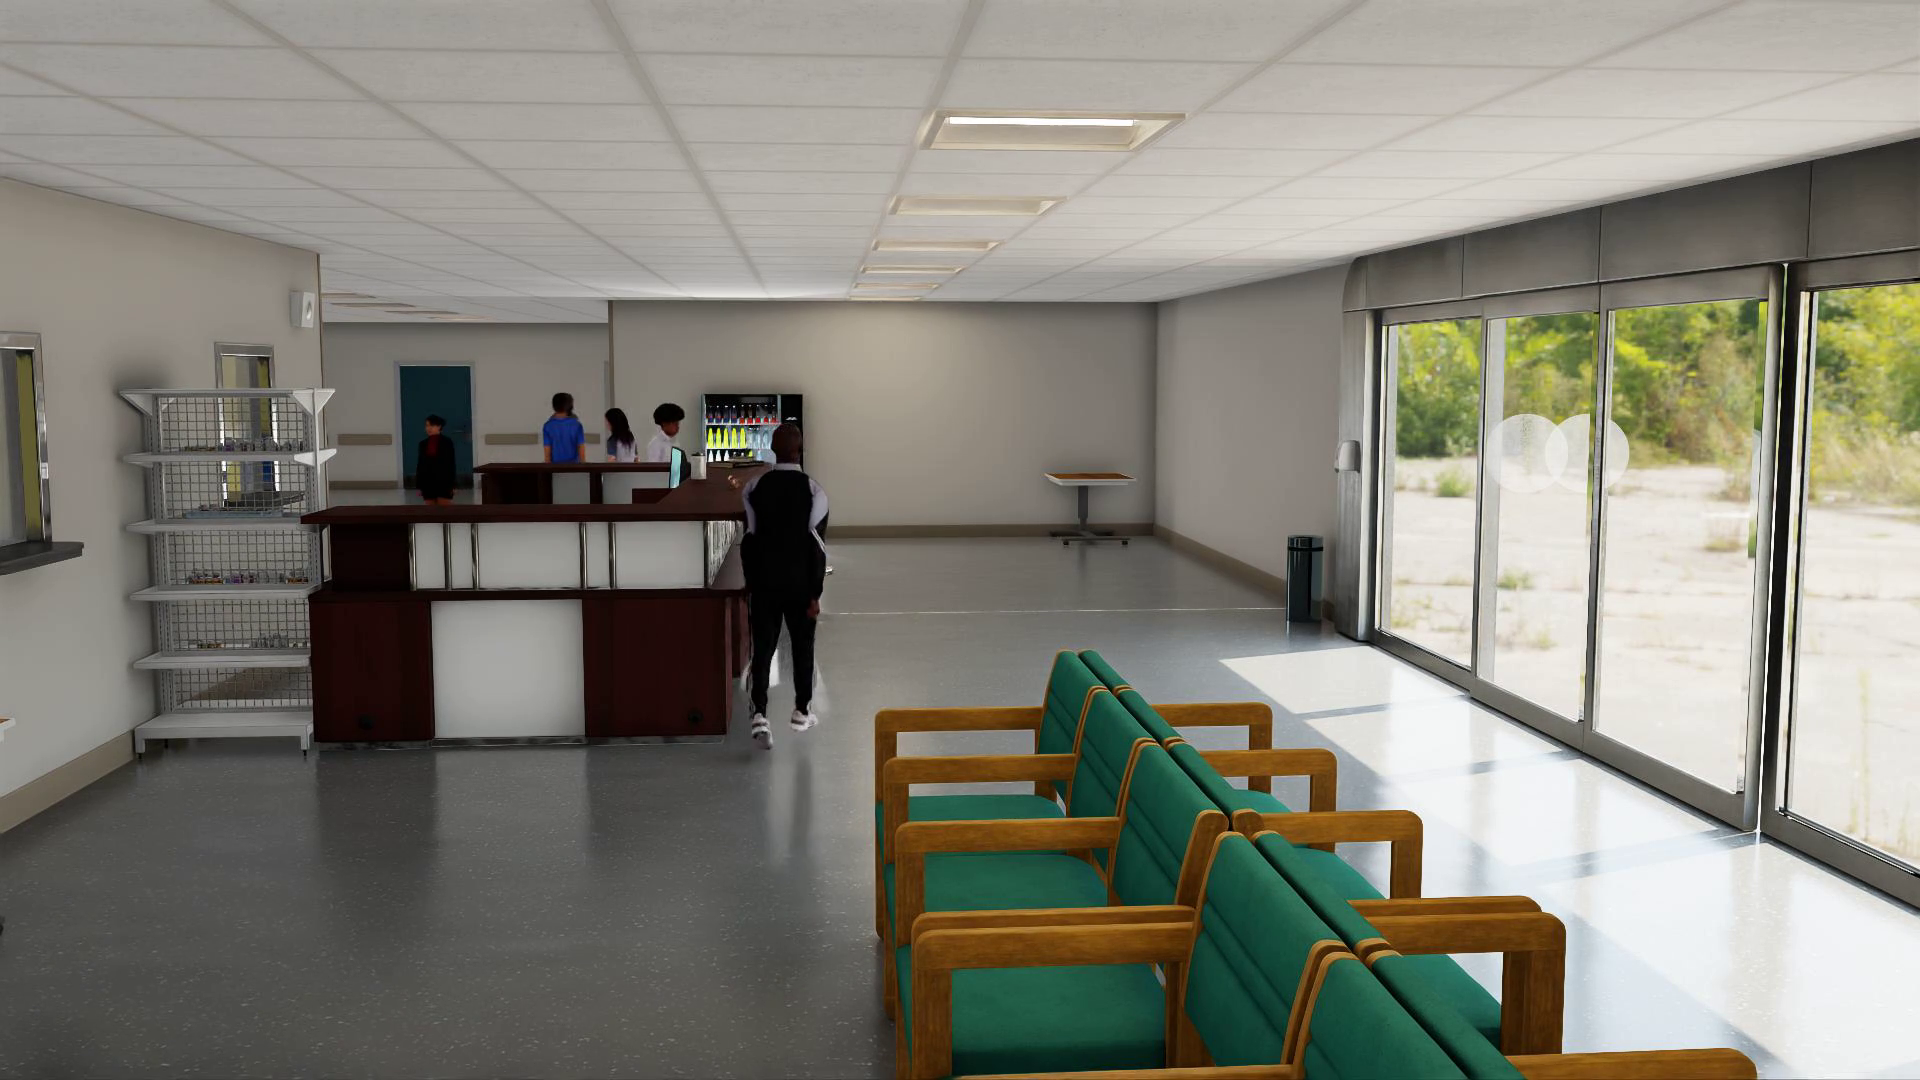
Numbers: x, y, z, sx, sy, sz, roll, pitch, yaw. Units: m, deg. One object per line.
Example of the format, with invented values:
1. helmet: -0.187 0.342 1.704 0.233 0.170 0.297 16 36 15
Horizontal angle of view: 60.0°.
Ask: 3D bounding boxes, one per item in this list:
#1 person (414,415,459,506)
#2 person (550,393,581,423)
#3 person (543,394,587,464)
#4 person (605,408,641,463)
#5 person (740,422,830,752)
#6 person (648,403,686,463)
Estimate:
1. person: -5.733 -0.562 18.324 0.578 1.633 0.698 0 6 3
2. person: -5.266 -1.050 22.172 0.808 1.833 0.805 2 6 21
3. person: -4.380 -0.680 18.450 1.064 1.842 0.689 -1 6 -8
4. person: -3.471 -0.507 17.548 1.236 1.680 0.971 2 6 23
5. person: -1.018 0.261 9.252 1.130 1.812 0.864 0 6 4
6. person: -3.034 -0.453 16.584 1.206 1.763 1.003 1 6 14
